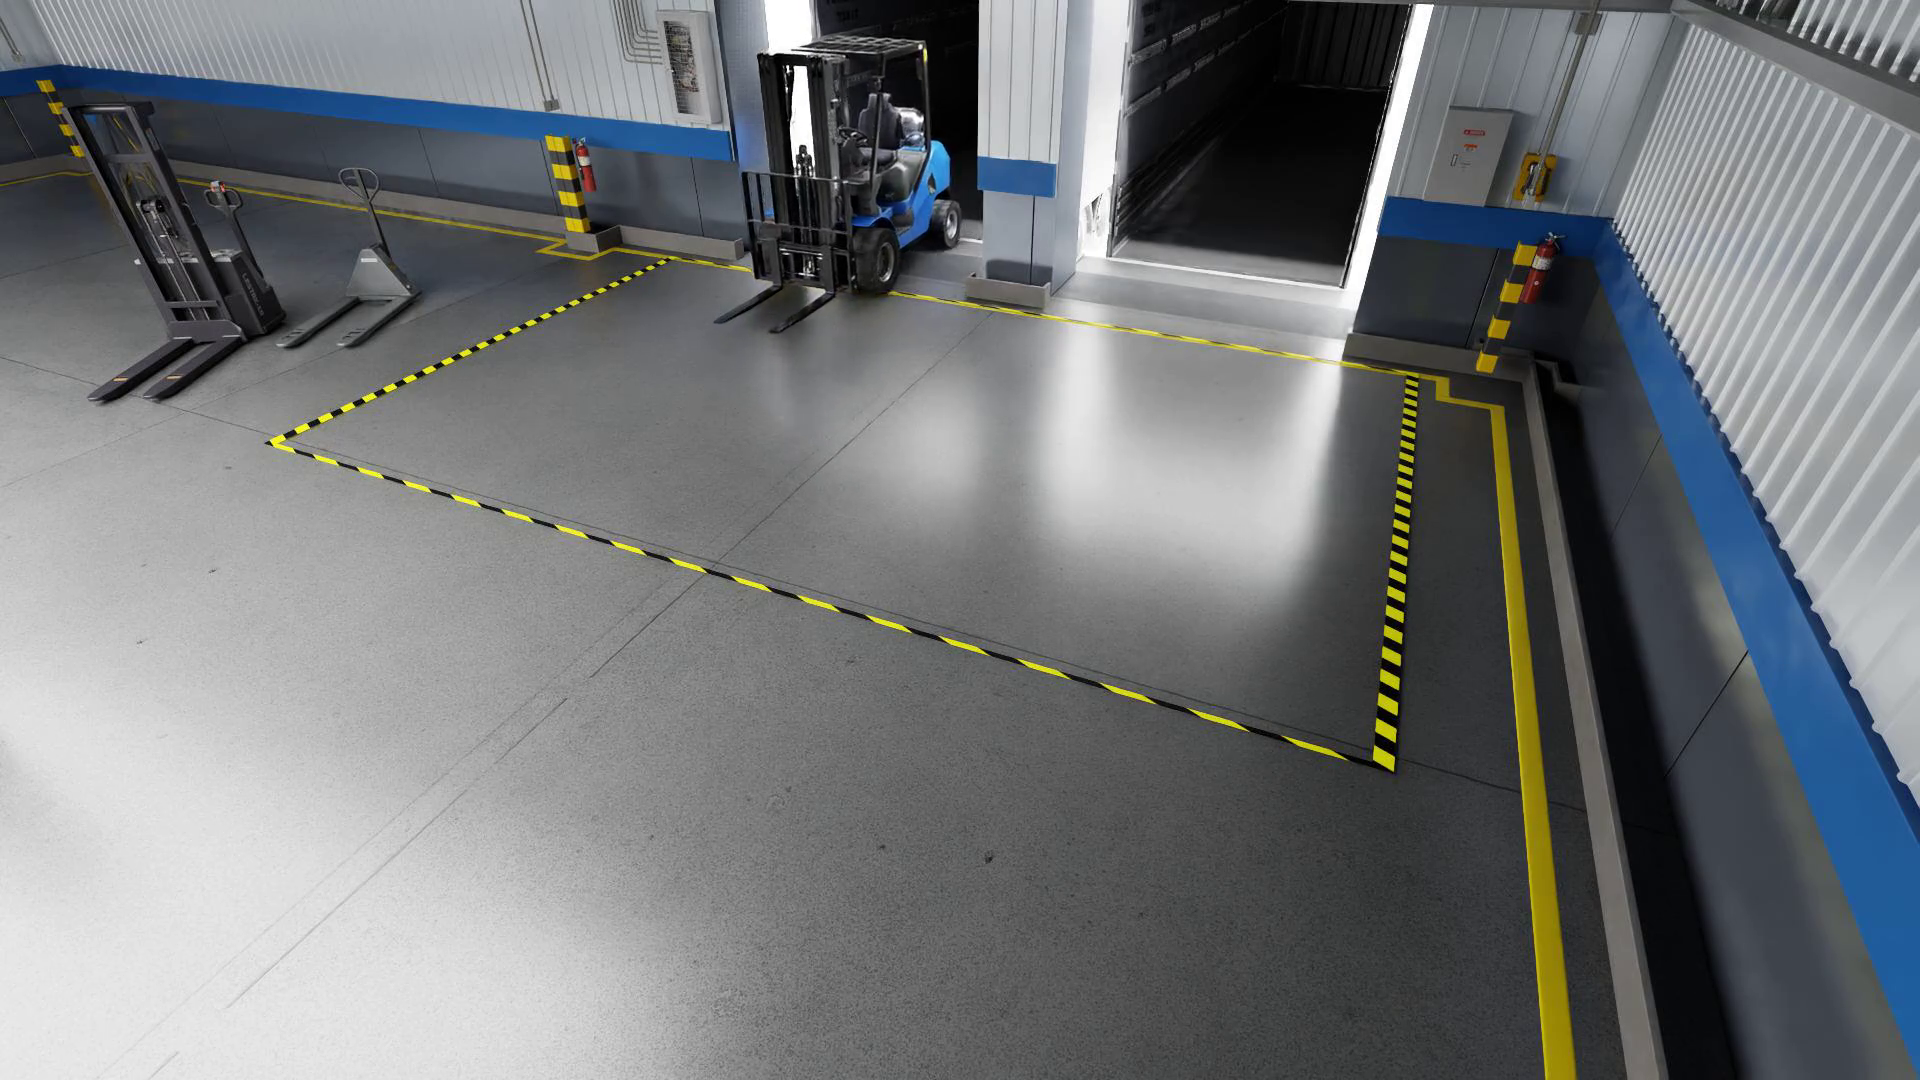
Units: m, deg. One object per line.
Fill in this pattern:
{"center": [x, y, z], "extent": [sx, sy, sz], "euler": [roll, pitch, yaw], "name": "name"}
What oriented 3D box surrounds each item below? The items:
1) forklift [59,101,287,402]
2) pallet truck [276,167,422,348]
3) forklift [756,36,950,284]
{"center": [-6.686, -2.387, 7.434], "extent": [0.823, 1.965, 1.885], "euler": [-3, 35, -5], "name": "forklift"}
{"center": [-5.732, -2.611, 8.414], "extent": [0.680, 1.201, 1.601], "euler": [-1, 35, -1], "name": "pallet truck"}
{"center": [-1.029, -3.989, 9.397], "extent": [1.157, 2.036, 2.680], "euler": [13, 37, 18], "name": "forklift"}
